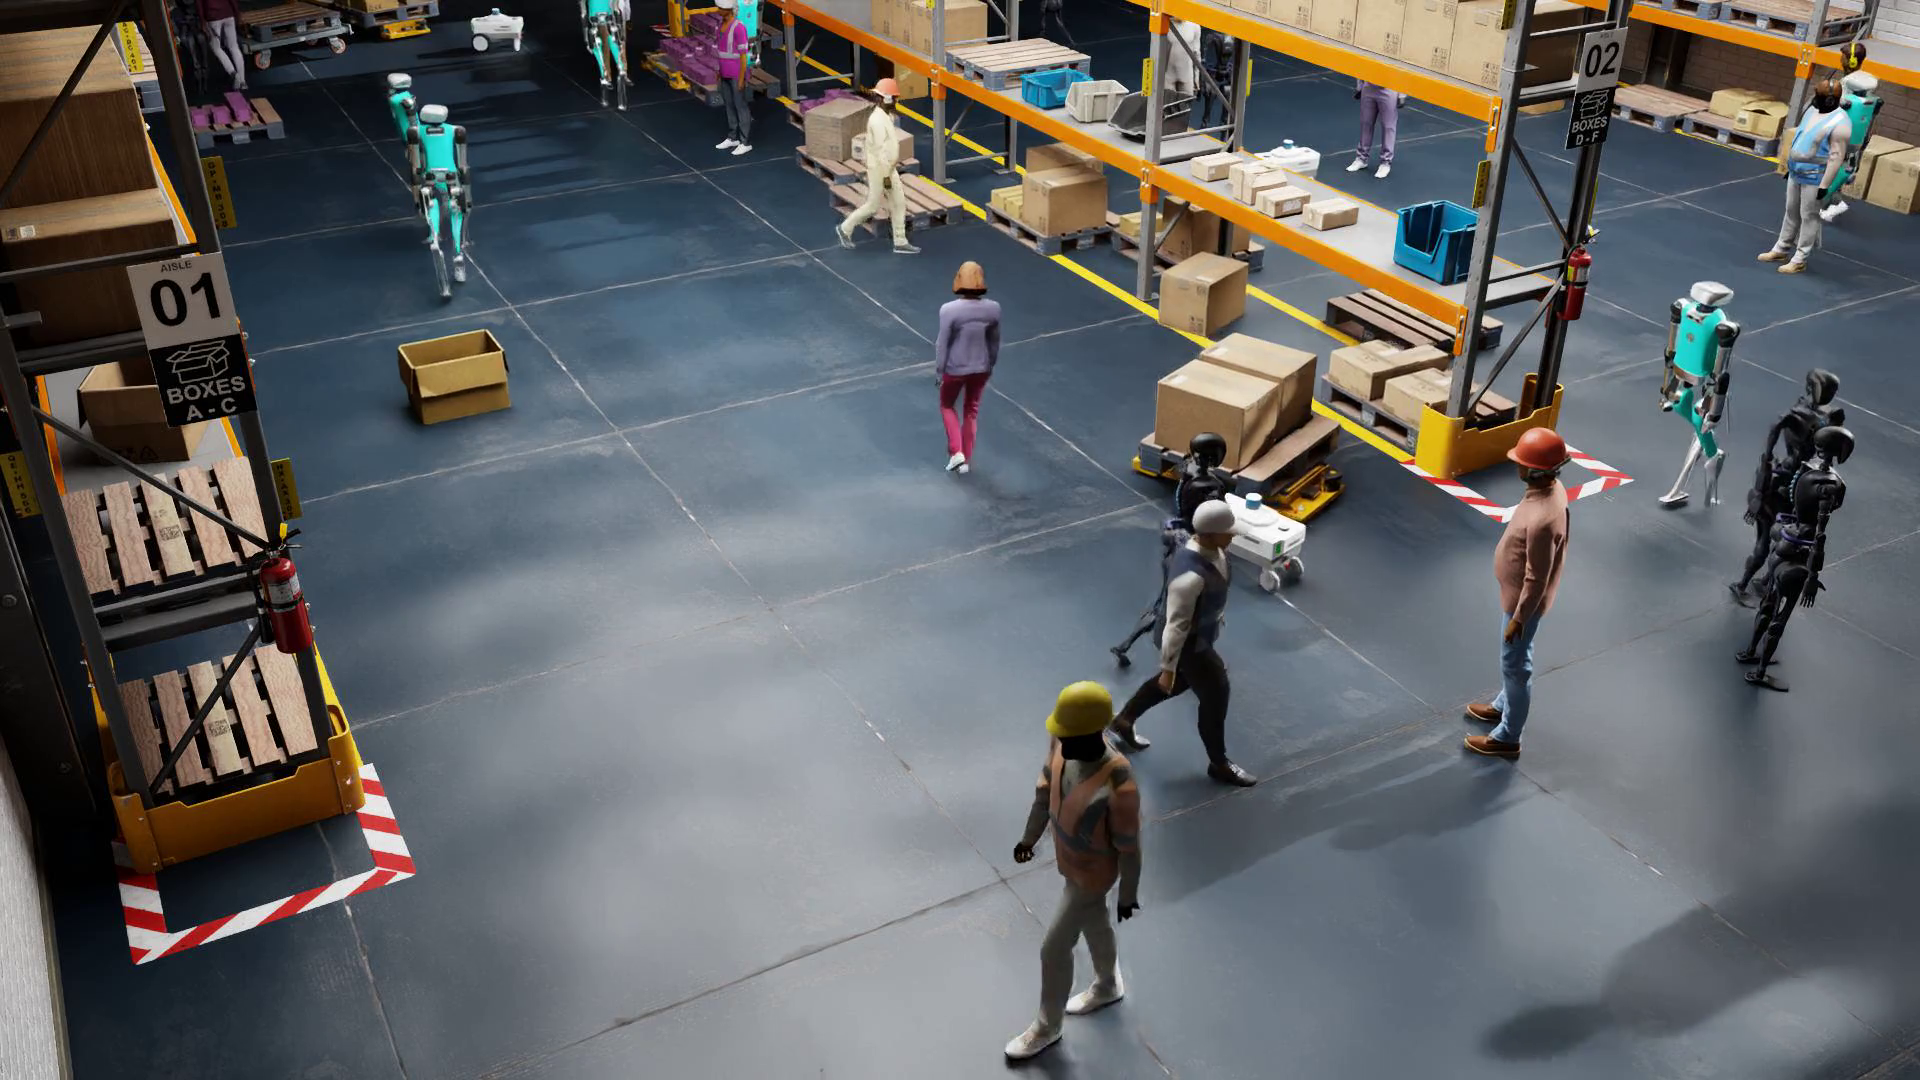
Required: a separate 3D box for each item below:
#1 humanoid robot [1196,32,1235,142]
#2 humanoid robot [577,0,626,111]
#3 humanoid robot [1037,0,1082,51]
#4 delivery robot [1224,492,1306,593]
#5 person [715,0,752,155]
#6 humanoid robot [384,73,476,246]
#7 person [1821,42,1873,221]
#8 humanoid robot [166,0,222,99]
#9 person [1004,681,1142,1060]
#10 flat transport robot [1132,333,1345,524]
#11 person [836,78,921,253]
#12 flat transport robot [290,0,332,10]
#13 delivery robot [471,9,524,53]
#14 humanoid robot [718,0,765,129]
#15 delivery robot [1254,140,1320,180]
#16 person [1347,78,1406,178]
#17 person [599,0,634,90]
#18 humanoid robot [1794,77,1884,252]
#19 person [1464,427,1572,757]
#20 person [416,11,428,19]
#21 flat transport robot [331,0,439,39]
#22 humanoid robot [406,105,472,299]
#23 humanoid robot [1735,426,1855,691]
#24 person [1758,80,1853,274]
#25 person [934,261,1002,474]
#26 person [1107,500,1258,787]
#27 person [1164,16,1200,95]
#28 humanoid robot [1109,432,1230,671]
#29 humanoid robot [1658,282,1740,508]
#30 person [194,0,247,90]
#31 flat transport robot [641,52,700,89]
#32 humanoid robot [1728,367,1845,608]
[{"bbox_3d":[3.016,-5.277,19.167,0.599,1.657,0.315,-6,30,-11],"label":"humanoid robot"},{"bbox_3d":[-4.405,-6.203,20.752,0.550,1.783,0.873,-12,32,-20],"label":"humanoid robot"},{"bbox_3d":[1.346,-7.619,23.307,0.748,1.643,0.593,9,31,14],"label":"humanoid robot"},{"bbox_3d":[1.934,-0.029,11.191,0.499,0.613,0.816,-26,39,-38],"label":"delivery robot"},{"bbox_3d":[-2.640,-5.399,19.225,0.338,1.847,0.509,-22,36,-33],"label":"person"},{"bbox_3d":[-5.190,-3.767,16.516,0.799,1.795,0.530,-23,37,-34],"label":"humanoid robot"},{"bbox_3d":[9.065,-4.164,17.068,0.568,1.848,0.431,-16,33,-25],"label":"person"},{"bbox_3d":[-9.801,-6.516,21.349,0.503,1.647,0.604,22,37,33],"label":"humanoid robot"},{"bbox_3d":[0.444,1.430,7.288,0.816,1.898,0.596,-11,32,-18],"label":"person"},{"bbox_3d":[2.056,-0.513,12.303,1.431,0.231,0.659,22,36,33],"label":"flat transport robot"},{"bbox_3d":[-0.806,-3.666,16.343,0.791,1.701,0.569,7,31,12],"label":"person"},{"bbox_3d":[-9.899,-8.447,26.115,0.659,0.231,1.431,-26,39,-38],"label":"flat transport robot"},{"bbox_3d":[-6.652,-7.295,23.839,0.783,0.611,0.519,-3,30,-4],"label":"delivery robot"},{"bbox_3d":[-2.722,-5.850,20.149,0.534,1.800,0.790,-25,38,-37],"label":"humanoid robot"},{"bbox_3d":[3.546,-4.067,18.199,0.763,0.592,0.525,-12,32,-21],"label":"delivery robot"},{"bbox_3d":[4.668,-4.993,18.464,0.646,1.903,0.402,25,38,36],"label":"person"},{"bbox_3d":[-4.546,-6.813,21.779,0.571,1.748,0.341,-22,36,-33],"label":"person"},{"bbox_3d":[8.497,-3.686,16.377,0.543,1.828,0.674,-10,31,-16],"label":"humanoid robot"},{"bbox_3d":[3.087,0.293,9.171,0.390,1.990,0.615,10,31,17],"label":"person"},{"bbox_3d":[-8.347,-8.878,25.307,0.649,1.821,0.635,7,31,13],"label":"person"},{"bbox_3d":[-8.584,-7.735,24.875,1.431,0.231,0.659,26,39,38],"label":"flat transport robot"},{"bbox_3d":[-4.746,-3.031,15.264,0.549,1.781,1.016,-5,30,-9],"label":"humanoid robot"},{"bbox_3d":[4.960,0.078,9.845,0.315,1.657,0.599,7,31,12],"label":"humanoid robot"},{"bbox_3d":[8.094,-3.466,15.870,0.431,1.840,0.620,-3,30,-6],"label":"person"},{"bbox_3d":[0.051,-1.246,12.230,0.543,1.603,0.411,-10,31,-17],"label":"person"},{"bbox_3d":[1.228,0.526,9.043,0.874,1.717,0.763,10,31,16],"label":"person"},{"bbox_3d":[2.468,-5.317,19.043,0.562,1.888,0.379,-1,30,-2],"label":"person"},{"bbox_3d":[1.281,0.095,9.856,0.700,1.645,0.600,-6,30,-10],"label":"humanoid robot"},{"bbox_3d":[5.249,-0.941,11.689,0.746,1.897,0.544,-13,32,-22],"label":"humanoid robot"},{"bbox_3d":[-9.579,-6.779,21.560,0.590,1.919,0.554,-25,38,-36],"label":"person"},{"bbox_3d":[-3.770,-6.366,22.491,0.659,0.231,1.431,-15,33,-24],"label":"flat transport robot"},{"bbox_3d":[5.269,-0.327,10.565,0.602,1.652,0.321,-8,31,-13],"label":"humanoid robot"}]
